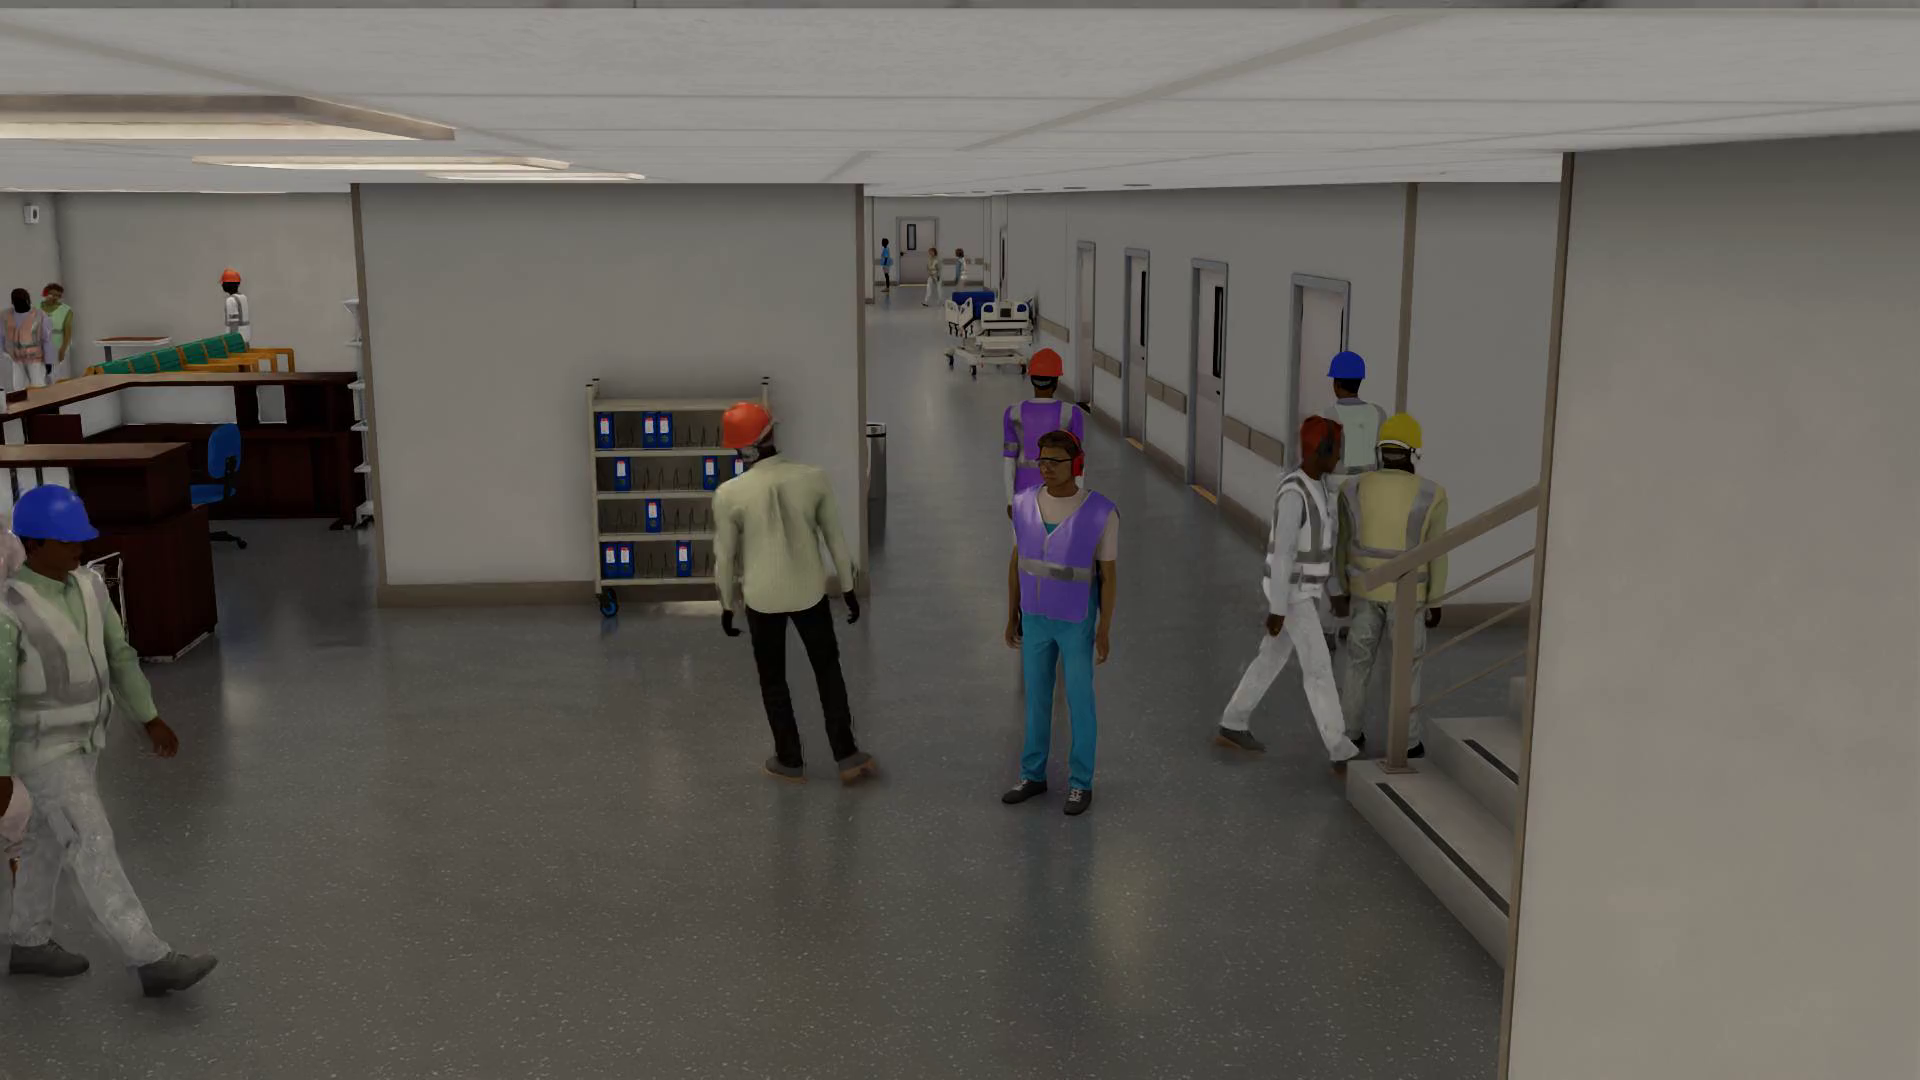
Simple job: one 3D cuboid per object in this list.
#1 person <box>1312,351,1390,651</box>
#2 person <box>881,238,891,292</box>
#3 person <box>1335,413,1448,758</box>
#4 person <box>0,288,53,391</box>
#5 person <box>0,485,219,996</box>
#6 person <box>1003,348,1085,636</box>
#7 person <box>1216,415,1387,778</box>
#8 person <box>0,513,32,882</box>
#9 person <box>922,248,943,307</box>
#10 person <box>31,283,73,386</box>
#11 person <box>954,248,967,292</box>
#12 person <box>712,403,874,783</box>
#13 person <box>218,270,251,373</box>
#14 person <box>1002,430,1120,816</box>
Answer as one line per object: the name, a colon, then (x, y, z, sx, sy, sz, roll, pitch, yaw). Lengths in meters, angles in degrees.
person: (2.492, -0.249, 10.805, 0.612, 1.947, 0.388, -5, 13, -25)
person: (-2.374, -8.768, 53.054, 0.319, 1.697, 0.532, 0, 12, 0)
person: (2.244, 0.251, 8.684, 0.590, 1.823, 0.405, 7, 13, 30)
person: (-11.699, -2.235, 20.819, 0.653, 1.815, 0.620, -2, 12, -10)
person: (-3.181, 0.735, 6.088, 0.958, 1.896, 0.625, 1, 12, 3)
person: (0.561, -0.307, 11.112, 0.542, 1.938, 0.357, 2, 12, 10)
person: (1.761, 0.270, 8.600, 0.957, 1.828, 0.587, 4, 12, 21)
person: (-4.189, 0.558, 6.967, 0.643, 1.908, 0.411, -6, 13, -26)
person: (-0.721, -7.206, 45.668, 0.526, 1.593, 0.854, 7, 14, 31)
person: (-12.347, -2.600, 22.677, 0.611, 1.802, 0.435, 2, 12, 9)
person: (-0.012, -6.984, 44.496, 0.394, 1.621, 0.527, 2, 12, 8)
person: (-0.841, 0.280, 8.273, 0.767, 1.932, 0.396, -3, 12, -14)
person: (-10.211, -2.833, 23.462, 0.358, 1.937, 0.552, -1, 12, -4)
person: (0.485, 0.384, 7.963, 0.563, 1.848, 0.389, 7, 13, 30)
